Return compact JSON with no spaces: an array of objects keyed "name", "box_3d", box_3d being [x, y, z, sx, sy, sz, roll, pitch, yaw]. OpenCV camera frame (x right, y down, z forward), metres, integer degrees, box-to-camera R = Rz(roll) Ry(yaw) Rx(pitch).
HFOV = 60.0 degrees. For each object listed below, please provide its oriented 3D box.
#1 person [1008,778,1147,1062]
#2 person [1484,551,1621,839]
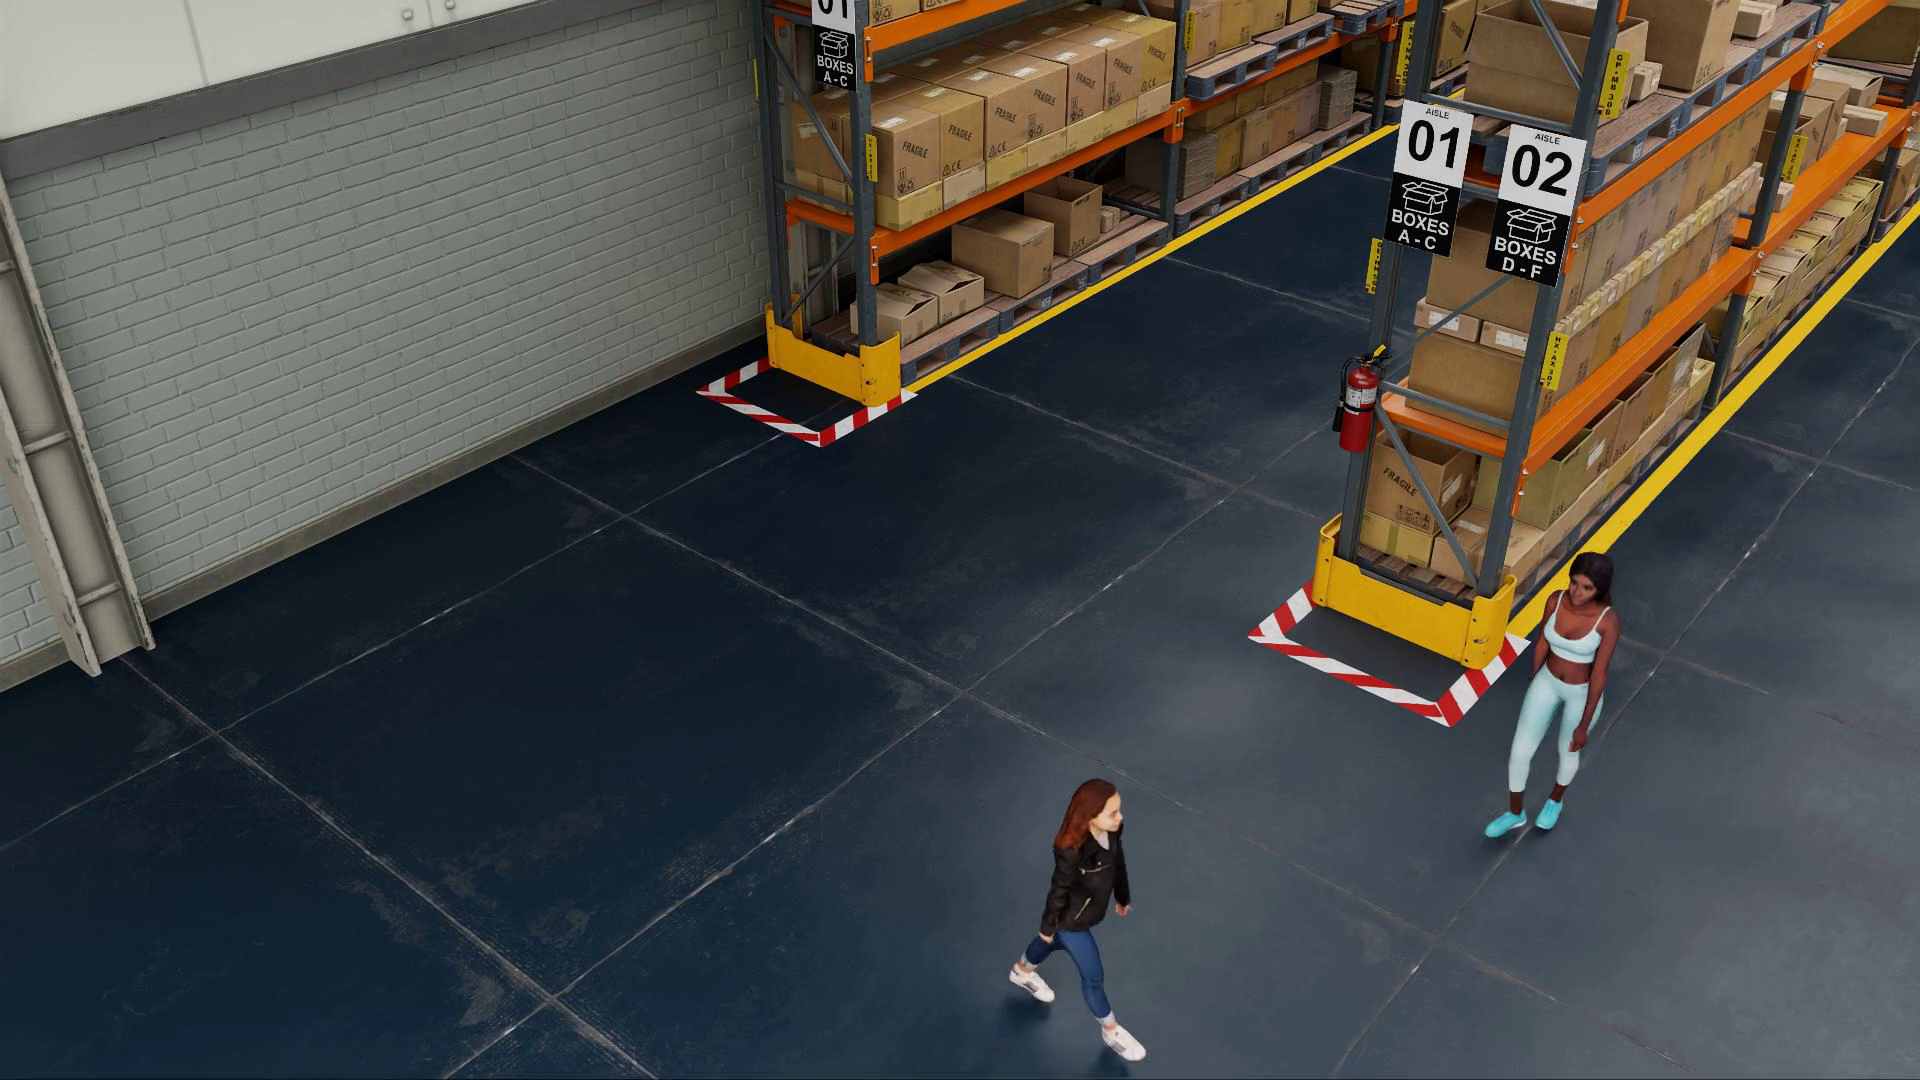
[{"name":"person","box_3d":[0.462,1.587,7.282,0.681,1.440,0.931,21,39,29]},{"name":"person","box_3d":[3.070,0.756,8.319,0.590,1.702,0.747,26,41,34]}]
